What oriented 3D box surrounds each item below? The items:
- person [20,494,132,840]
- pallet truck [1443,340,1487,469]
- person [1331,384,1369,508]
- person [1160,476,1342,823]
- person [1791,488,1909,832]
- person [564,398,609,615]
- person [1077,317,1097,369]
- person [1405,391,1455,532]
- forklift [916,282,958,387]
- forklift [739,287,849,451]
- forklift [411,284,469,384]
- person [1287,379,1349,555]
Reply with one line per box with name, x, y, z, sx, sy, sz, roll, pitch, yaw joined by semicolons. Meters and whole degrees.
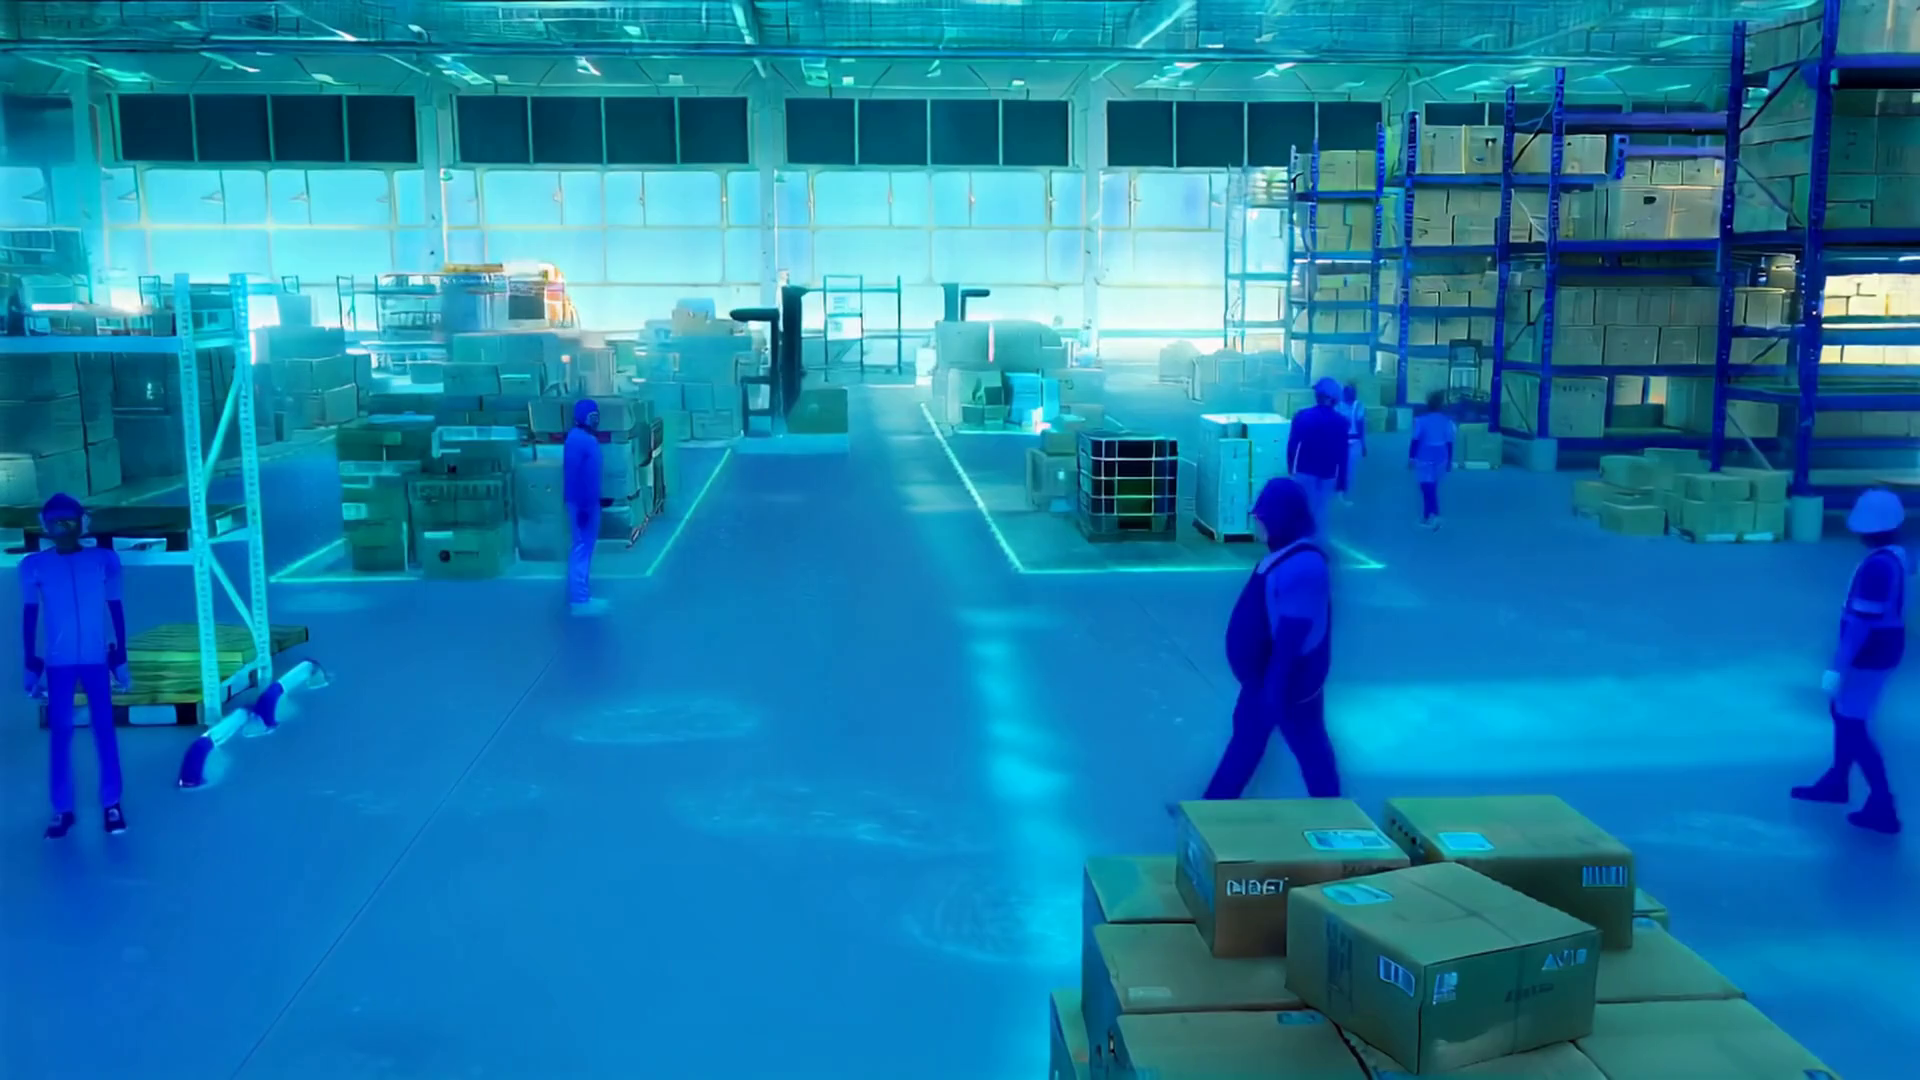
person;-4.767;0.672;8.973;0.524;1.871;0.325;-3;10;-21
pallet truck;8.004;-2.170;26.422;0.823;1.965;1.885;2;9;14
person;5.106;-1.256;21.839;0.522;1.615;0.595;2;9;14
person;1.575;0.637;8.656;0.984;2.000;0.702;0;9;2
person;4.980;0.629;9.186;0.541;1.907;0.562;7;11;36
person;-3.361;-0.306;14.903;0.355;1.936;0.635;0;9;-3
person;3.369;-5.005;44.504;0.548;1.921;0.673;4;10;26
person;5.614;-0.939;19.746;0.527;1.659;0.856;-2;9;-14
forklift;-0.251;-5.566;44.982;1.873;2.768;1.129;-1;9;-4
forklift;-2.857;-2.959;28.607;1.873;2.768;1.129;-1;9;-4
forklift;-11.011;-4.207;36.446;1.873;2.768;1.129;-1;9;-4
person;3.772;-0.728;17.580;0.630;1.924;0.992;2;9;12
